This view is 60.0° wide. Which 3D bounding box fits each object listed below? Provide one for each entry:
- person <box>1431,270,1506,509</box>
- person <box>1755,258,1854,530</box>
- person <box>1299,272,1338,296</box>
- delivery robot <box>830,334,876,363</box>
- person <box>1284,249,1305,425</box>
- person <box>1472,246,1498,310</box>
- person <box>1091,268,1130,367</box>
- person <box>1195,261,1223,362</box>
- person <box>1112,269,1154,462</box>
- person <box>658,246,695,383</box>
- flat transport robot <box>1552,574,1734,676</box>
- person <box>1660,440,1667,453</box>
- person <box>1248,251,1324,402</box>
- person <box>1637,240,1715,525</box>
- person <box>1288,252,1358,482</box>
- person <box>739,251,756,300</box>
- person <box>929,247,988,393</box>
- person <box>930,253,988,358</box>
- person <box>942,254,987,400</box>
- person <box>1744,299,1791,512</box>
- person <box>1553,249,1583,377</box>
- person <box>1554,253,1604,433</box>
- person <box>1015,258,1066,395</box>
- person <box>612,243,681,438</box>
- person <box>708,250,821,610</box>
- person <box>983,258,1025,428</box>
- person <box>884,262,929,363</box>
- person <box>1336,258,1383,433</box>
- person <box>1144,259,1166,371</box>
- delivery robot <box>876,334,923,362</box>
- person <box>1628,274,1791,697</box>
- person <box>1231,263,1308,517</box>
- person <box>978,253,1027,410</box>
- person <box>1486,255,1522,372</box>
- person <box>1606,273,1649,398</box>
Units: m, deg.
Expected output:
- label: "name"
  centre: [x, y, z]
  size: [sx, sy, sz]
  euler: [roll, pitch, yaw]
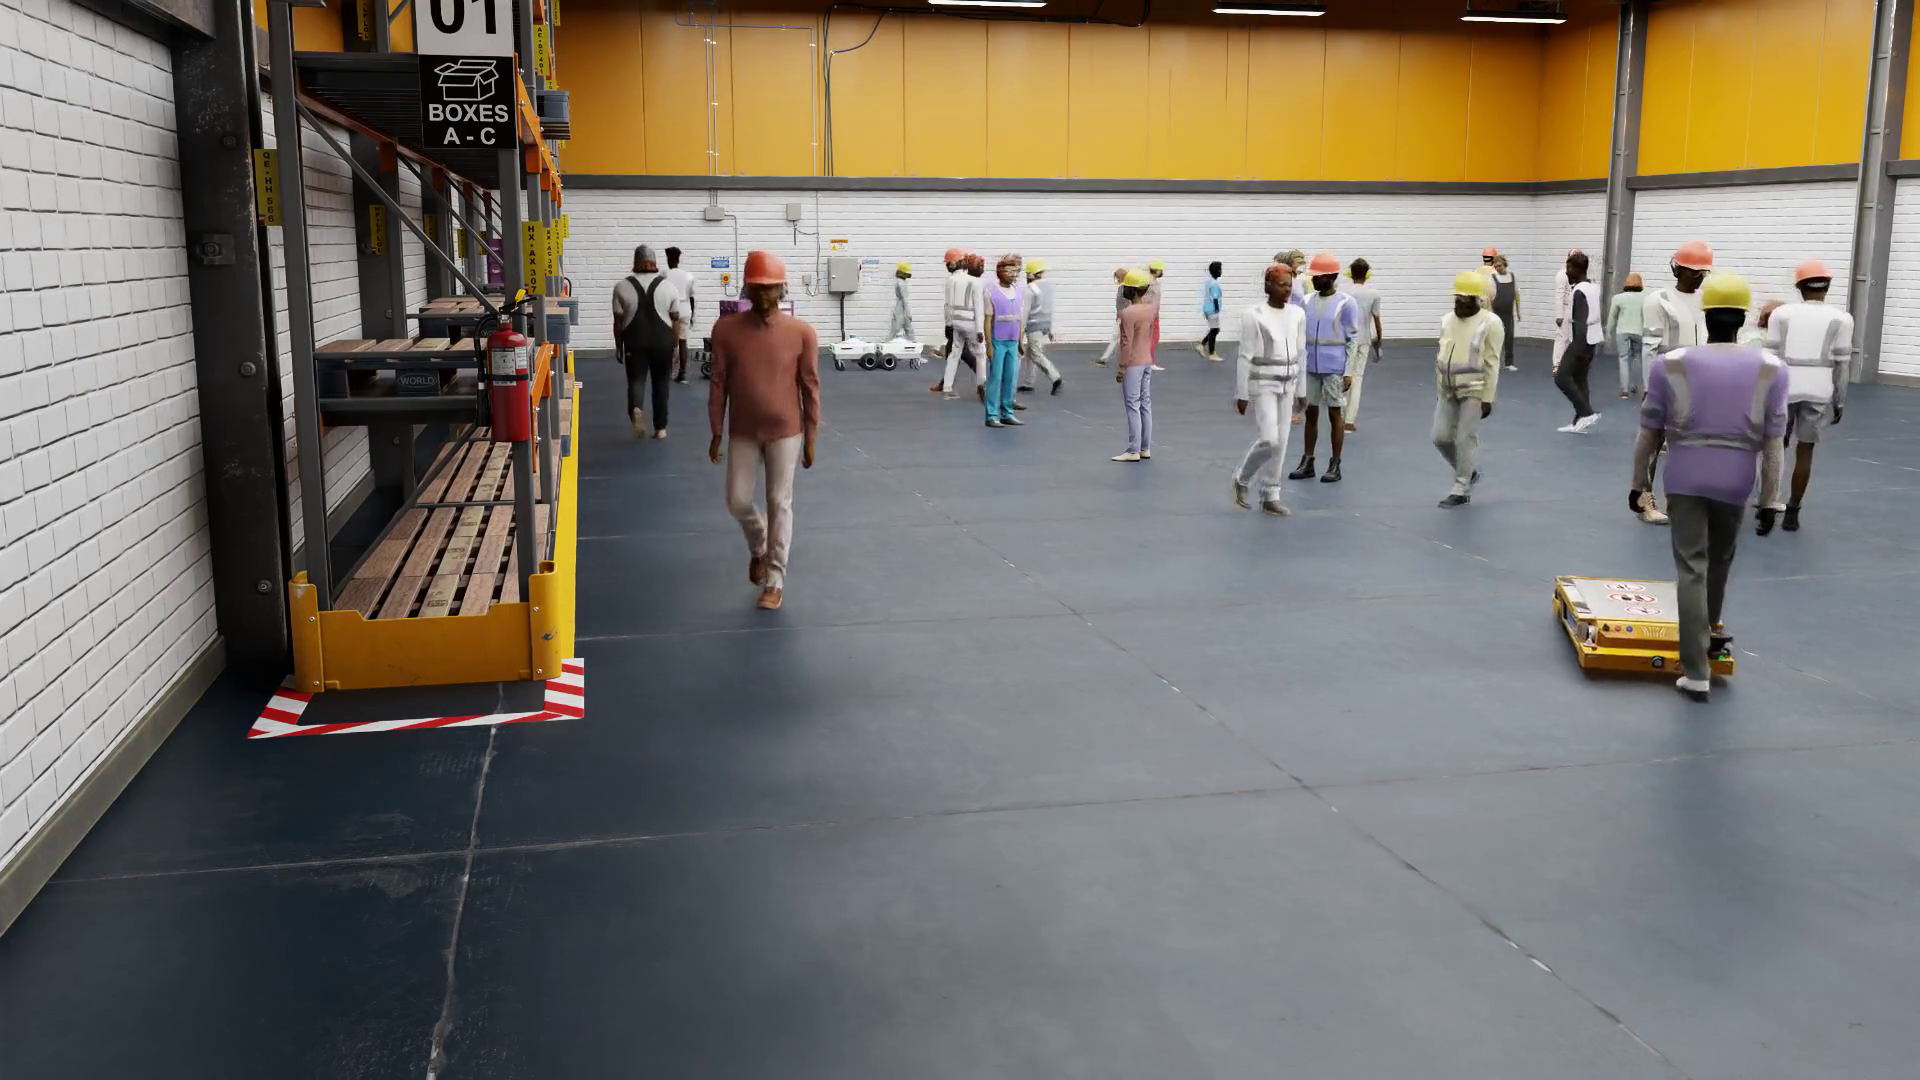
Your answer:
- label: "person"
  centre: [3.853, -1.139, 12.665]
  size: [0.447, 1.815, 0.597]
  euler: [-7, 12, -34]
- label: "person"
  centre: [5.943, -1.016, 11.728]
  size: [0.572, 1.901, 0.500]
  euler: [7, 12, 33]
- label: "person"
  centre: [5.597, -3.556, 26.028]
  size: [0.637, 1.816, 0.838]
  euler: [5, 12, 27]
- label: "delivery robot"
  centre: [-1.684, -2.989, 26.125]
  size: [0.707, 0.478, 0.477]
  euler: [-2, 10, -12]
- label: "person"
  centre: [3.647, -2.253, 18.482]
  size: [0.377, 1.937, 0.629]
  euler: [4, 11, 19]
- label: "person"
  centre: [8.572, -3.806, 27.113]
  size: [0.539, 1.929, 0.380]
  euler: [7, 13, 35]
- label: "person"
  centre: [2.596, -3.572, 26.754]
  size: [0.901, 1.576, 0.522]
  euler: [1, 10, 4]
- label: "person"
  centre: [4.232, -3.826, 27.874]
  size: [0.395, 1.683, 0.554]
  euler: [-1, 10, -4]
- label: "person"
  centre: [1.609, -1.606, 15.357]
  size: [0.301, 1.772, 0.524]
  euler: [6, 12, 32]
- label: "person"
  centre: [-4.077, -3.213, 23.772]
  size: [0.613, 1.945, 0.596]
  euler: [-5, 11, -26]
- label: "flat transport robot"
  centre: [3.405, 0.402, 8.382]
  size: [0.652, 0.197, 1.431]
  euler: [2, 11, 13]
- label: "person"
  centre: [6.880, -1.640, 15.920]
  size: [0.498, 1.634, 0.284]
  euler: [4, 11, 20]
- label: "person"
  centre: [4.088, -2.649, 20.758]
  size: [0.951, 1.911, 0.628]
  euler: [4, 11, 22]
- label: "person"
  centre: [5.183, -1.125, 11.961]
  size: [0.605, 2.034, 0.387]
  euler: [-4, 11, -19]
- label: "person"
  centre: [3.067, -1.451, 14.039]
  size: [0.547, 1.934, 0.376]
  euler: [9, 14, 41]
- label: "person"
  centre: [-3.314, -3.636, 26.353]
  size: [0.972, 1.861, 0.648]
  euler: [-7, 12, -34]
- label: "person"
  centre: [0.045, -2.874, 21.916]
  size: [0.993, 1.950, 0.620]
  euler: [5, 11, 25]
- label: "person"
  centre: [-0.052, -4.023, 28.641]
  size: [0.986, 1.820, 0.535]
  euler: [-2, 10, -13]
- label: "person"
  centre: [0.148, -2.719, 21.316]
  size: [0.835, 1.845, 0.660]
  euler: [-7, 12, -34]
- label: "person"
  centre: [5.957, -0.994, 12.437]
  size: [0.747, 1.585, 0.525]
  euler: [7, 12, 33]
- label: "person"
  centre: [9.089, -3.361, 24.727]
  size: [0.636, 1.900, 0.403]
  euler: [-8, 13, -38]
- label: "person"
  centre: [6.523, -2.059, 17.507]
  size: [0.451, 1.898, 0.584]
  euler: [7, 12, 34]
- label: "person"
  centre: [1.064, -2.807, 21.935]
  size: [0.804, 1.800, 0.580]
  euler: [6, 12, 31]
- label: "person"
  centre: [-3.175, -2.024, 16.919]
  size: [0.683, 2.000, 0.753]
  euler: [-2, 10, -9]
- label: "person"
  centre: [-1.084, -0.619, 9.300]
  size: [0.634, 1.982, 0.567]
  euler: [1, 10, 3]
- label: "person"
  centre: [0.459, -2.146, 18.170]
  size: [0.384, 1.839, 0.563]
  euler: [10, 14, 43]
- label: "person"
  centre: [-0.999, -3.743, 27.457]
  size: [0.868, 1.686, 0.506]
  euler: [0, 10, 2]
- label: "person"
  centre: [4.263, -2.086, 17.833]
  size: [0.541, 1.831, 0.888]
  euler: [4, 11, 20]
- label: "person"
  centre: [2.941, -3.535, 26.092]
  size: [0.559, 1.740, 0.535]
  euler: [4, 11, 23]
- label: "delivery robot"
  centre: [-0.956, -3.005, 26.213]
  size: [0.707, 0.478, 0.477]
  euler: [-3, 11, -18]
- label: "person"
  centre: [3.422, -0.269, 7.639]
  size: [0.609, 1.873, 0.977]
  euler: [3, 11, 14]
- label: "person"
  centre: [2.315, -1.101, 12.294]
  size: [0.578, 1.871, 0.438]
  euler: [-7, 12, -32]
- label: "person"
  centre: [0.542, -2.496, 19.959]
  size: [0.488, 1.883, 0.659]
  euler: [6, 12, 28]
- label: "person"
  centre: [8.393, -3.495, 25.722]
  size: [0.579, 1.808, 0.352]
  euler: [-2, 10, -10]
- label: "person"
  centre: [8.699, -2.661, 21.650]
  size: [0.522, 1.601, 0.736]
  euler: [2, 10, 12]
